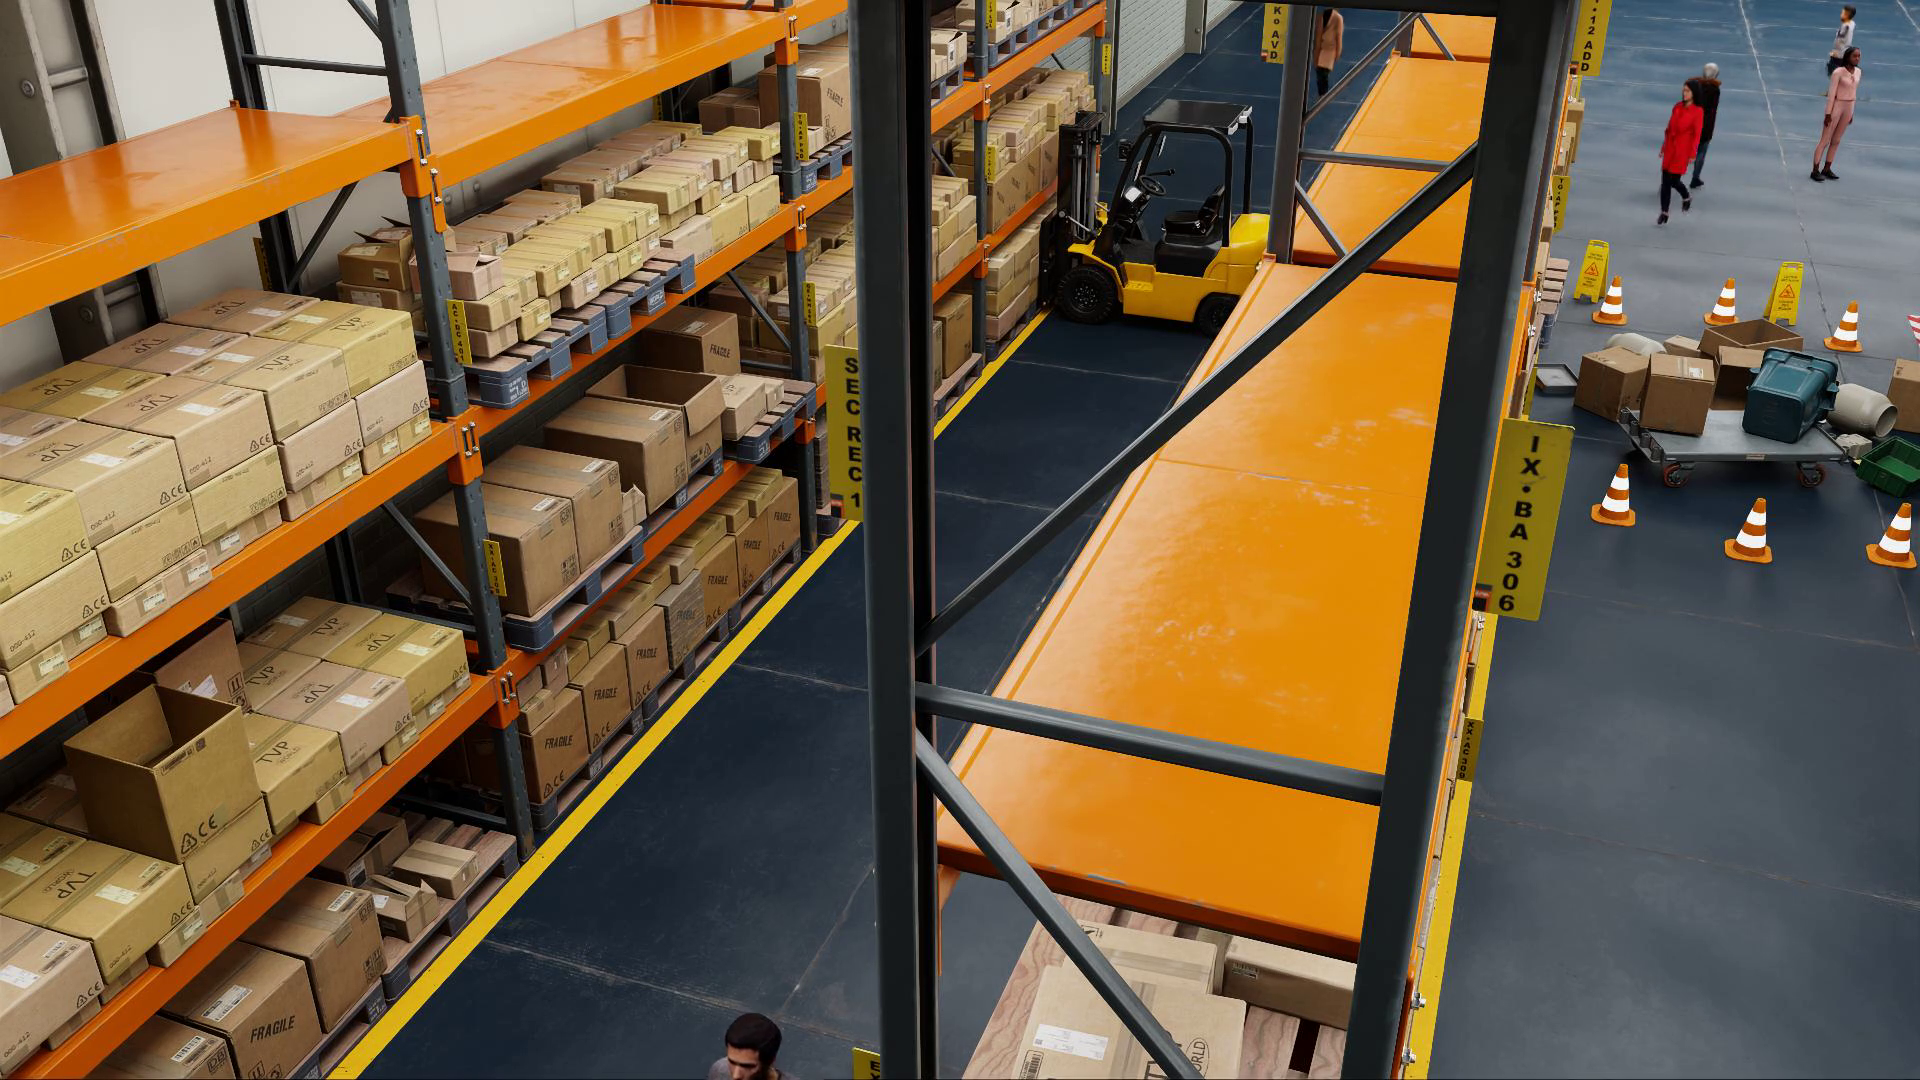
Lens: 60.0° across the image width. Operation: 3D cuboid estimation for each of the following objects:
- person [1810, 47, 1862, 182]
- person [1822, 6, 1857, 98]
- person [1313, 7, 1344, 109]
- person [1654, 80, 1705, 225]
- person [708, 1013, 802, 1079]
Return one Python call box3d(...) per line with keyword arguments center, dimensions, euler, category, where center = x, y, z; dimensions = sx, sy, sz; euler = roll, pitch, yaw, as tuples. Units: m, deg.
box3d(center=(11.541, -5.608, 21.867), dimensions=(0.698, 1.721, 0.742), euler=(-10, 30, -18), category="person")
box3d(center=(13.855, -7.670, 26.028), dimensions=(0.774, 1.449, 0.701), euler=(23, 36, 37), category="person")
box3d(center=(5.625, -7.518, 25.458), dimensions=(0.745, 1.716, 0.789), euler=(22, 35, 35), category="person")
box3d(center=(8.725, -4.671, 20.091), dimensions=(0.924, 1.737, 0.864), euler=(-13, 31, -22), category="person")
box3d(center=(-0.702, 2.519, 6.511), dimensions=(0.722, 1.810, 1.075), euler=(10, 30, 18), category="person")
